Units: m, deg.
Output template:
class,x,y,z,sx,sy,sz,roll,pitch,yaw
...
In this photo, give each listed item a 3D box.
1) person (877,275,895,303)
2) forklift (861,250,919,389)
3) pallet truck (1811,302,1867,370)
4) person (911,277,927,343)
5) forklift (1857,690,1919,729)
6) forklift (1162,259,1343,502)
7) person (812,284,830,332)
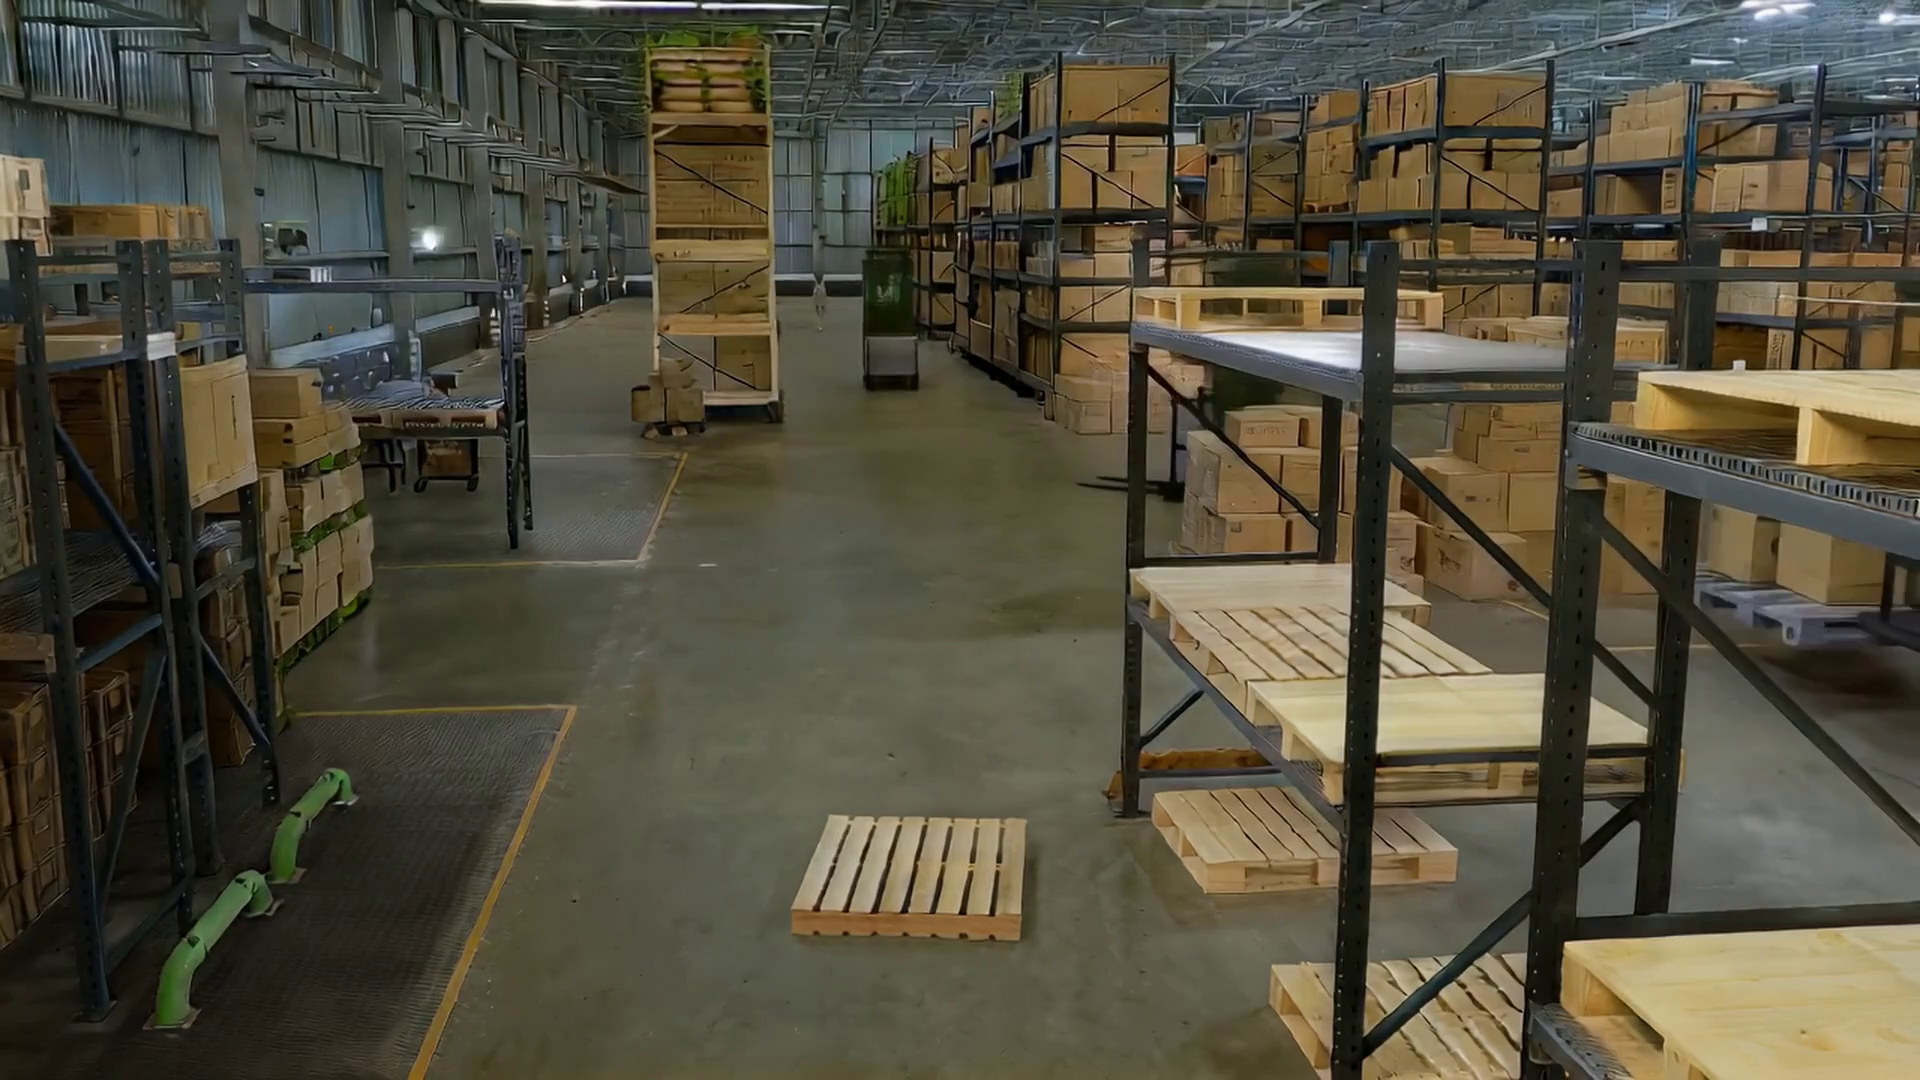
class,x,y,z,sx,sy,sz,roll,pitch,yaw
person,-2.423,-7.719,54.444,0.596,1.898,0.595,-1,10,-8
forklift,-1.440,-4.564,34.220,1.129,2.768,1.873,-1,10,-6
pallet truck,15.846,-3.142,28.793,1.885,1.965,0.823,2,10,12
person,-1.496,-6.774,49.052,0.972,1.966,0.619,-1,10,-4
forklift,6.429,-0.120,9.599,1.129,2.768,1.873,-1,10,-6
forklift,3.424,-1.826,19.053,1.873,2.768,1.129,5,11,26
person,-4.590,-7.665,54.965,0.515,1.587,0.843,-6,12,-30
